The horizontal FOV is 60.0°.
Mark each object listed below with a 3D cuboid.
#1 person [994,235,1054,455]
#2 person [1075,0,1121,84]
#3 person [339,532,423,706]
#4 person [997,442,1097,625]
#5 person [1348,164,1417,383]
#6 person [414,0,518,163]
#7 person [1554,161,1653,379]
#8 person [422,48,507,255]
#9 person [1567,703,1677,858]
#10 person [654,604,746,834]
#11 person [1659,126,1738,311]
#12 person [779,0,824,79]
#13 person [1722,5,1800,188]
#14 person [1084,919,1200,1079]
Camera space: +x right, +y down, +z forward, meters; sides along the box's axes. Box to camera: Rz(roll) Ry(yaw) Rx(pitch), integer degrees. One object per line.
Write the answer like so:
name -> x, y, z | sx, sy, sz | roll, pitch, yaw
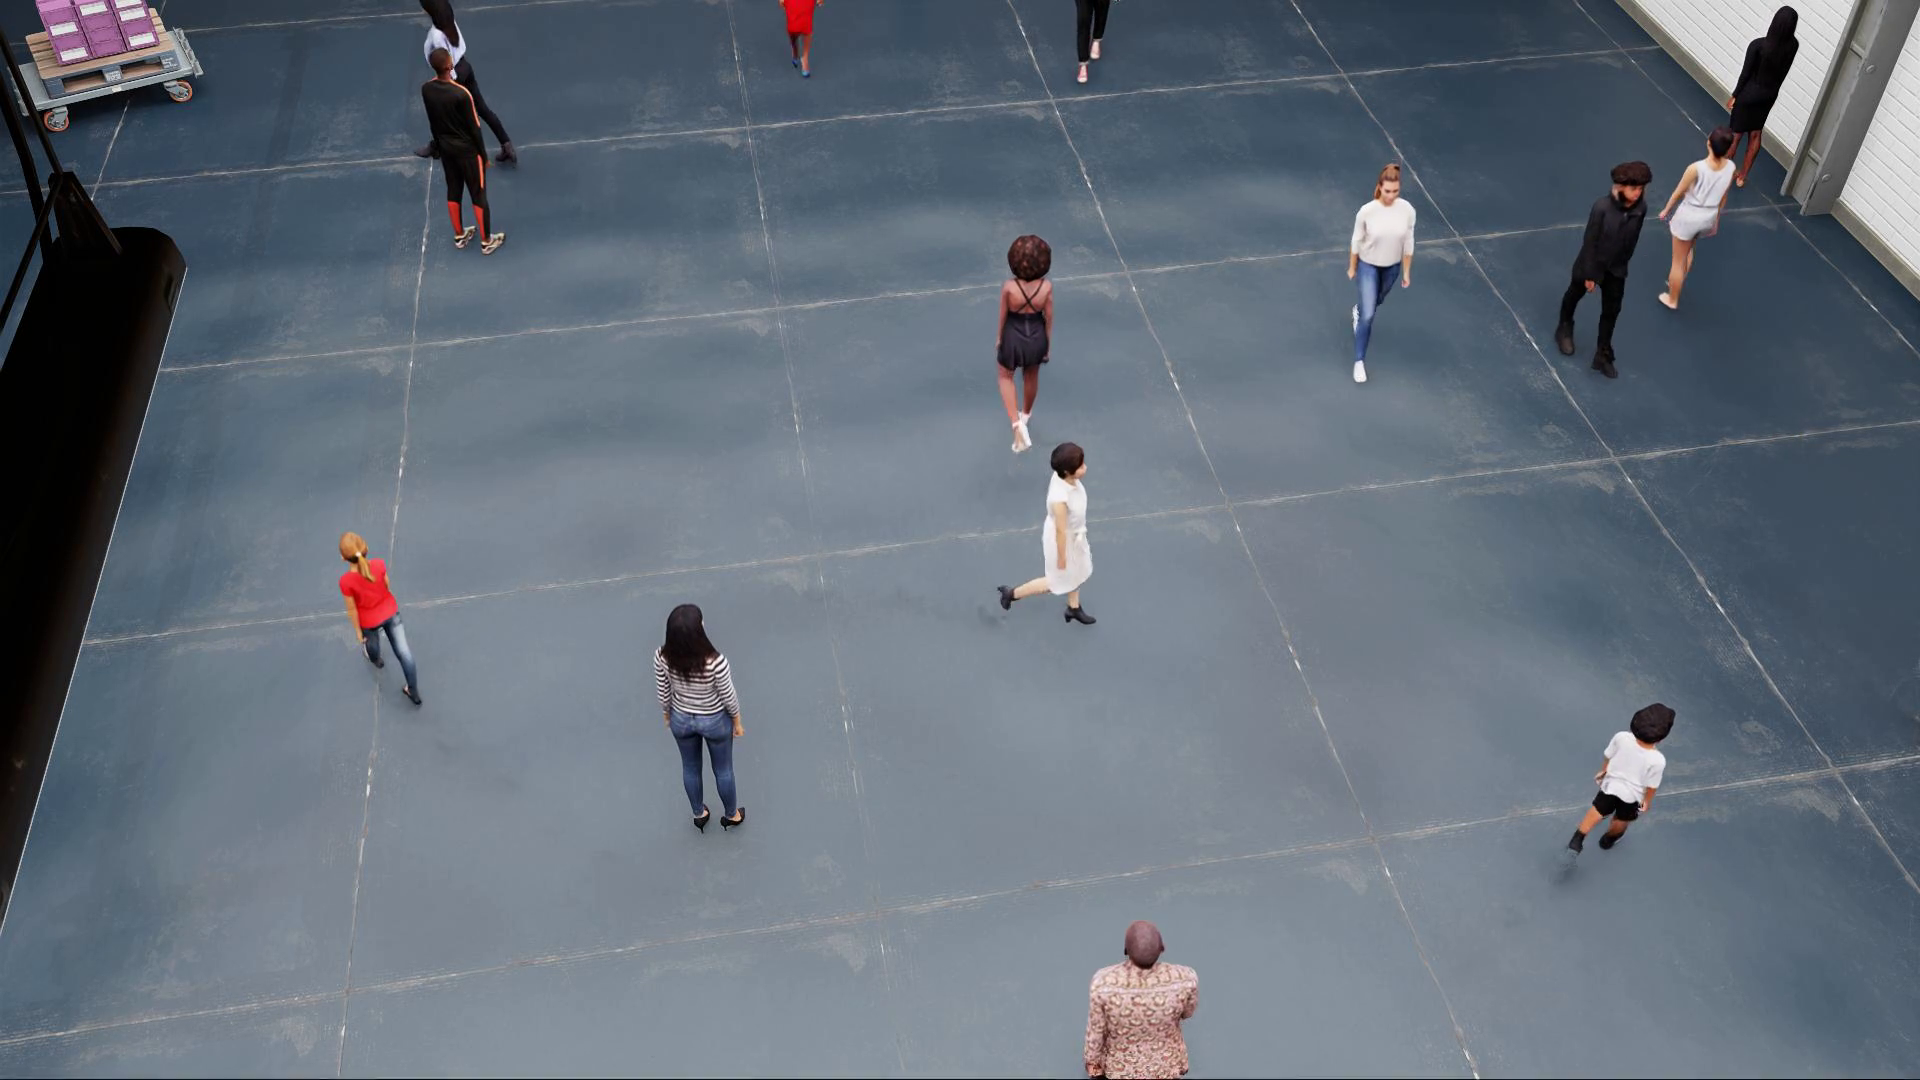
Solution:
person -> 0.461, -1.360, 11.955 | 0.558, 1.776, 0.857 | -6, 44, -6
person -> 1.332, -5.473, 16.310 | 0.910, 1.725, 1.179 | 5, 44, 5
person -> -3.580, 0.516, 10.348 | 0.721, 1.277, 0.927 | -28, 50, -26
person -> 0.591, -0.001, 10.703 | 0.789, 1.536, 0.906 | 5, 44, 5
person -> 3.216, -2.142, 12.842 | 0.714, 1.686, 1.136 | -2, 44, -2
person -> -4.413, -4.079, 14.877 | 0.946, 1.683, 1.196 | 5, 44, 5
person -> 4.922, -2.187, 12.844 | 0.674, 1.747, 0.961 | -2, 44, -2
person -> -4.195, -3.255, 13.923 | 0.700, 1.805, 0.707 | 14, 45, 15
person -> 3.756, 1.403, 9.436 | 0.756, 1.250, 0.766 | -30, 51, -28
person -> -1.470, 1.037, 9.426 | 0.658, 1.794, 0.618 | 6, 44, 6
person -> 5.911, -2.527, 13.304 | 0.553, 1.606, 0.610 | -8, 44, -8
person -> -1.585, -5.380, 16.205 | 0.623, 1.735, 0.657 | -11, 45, -11
person -> 7.017, -3.904, 14.666 | 0.604, 1.720, 0.494 | -7, 44, -7
person -> 0.871, 2.503, 7.912 | 0.852, 1.760, 1.215 | 1, 44, 1
